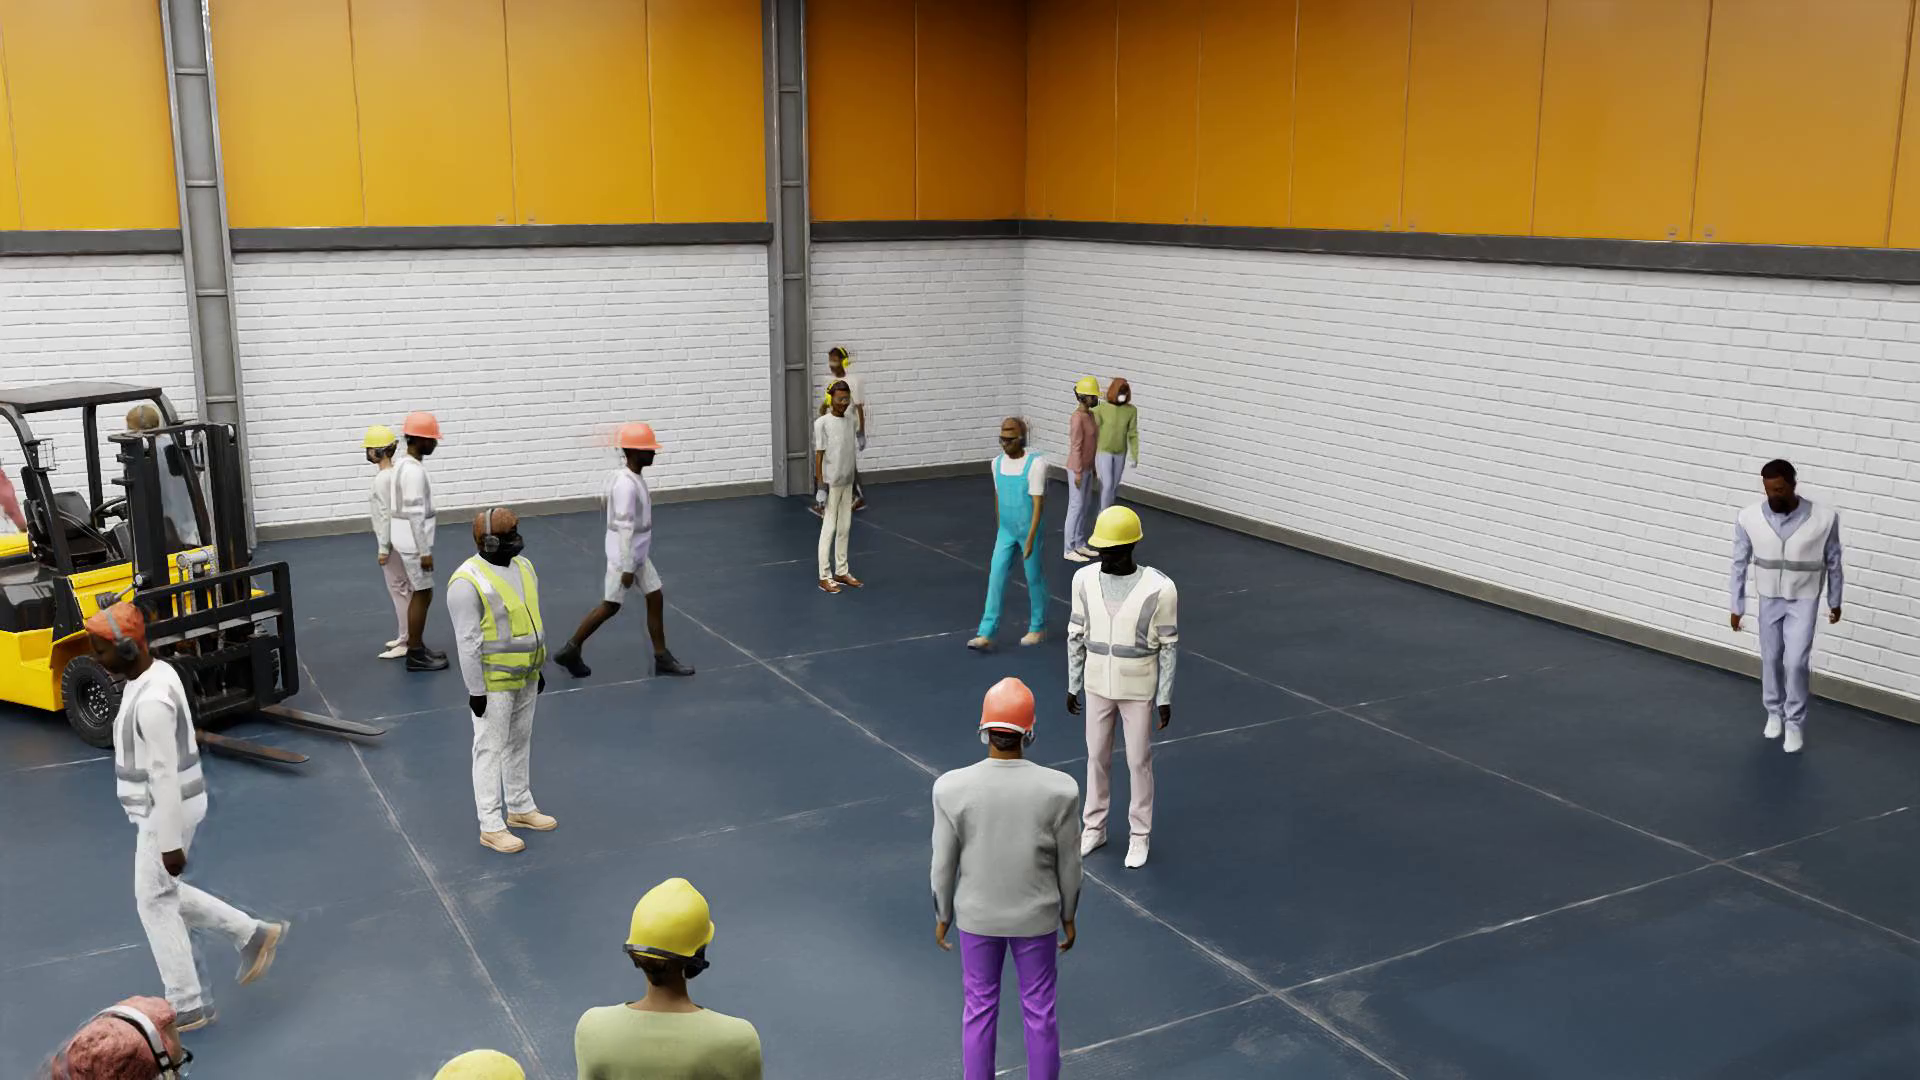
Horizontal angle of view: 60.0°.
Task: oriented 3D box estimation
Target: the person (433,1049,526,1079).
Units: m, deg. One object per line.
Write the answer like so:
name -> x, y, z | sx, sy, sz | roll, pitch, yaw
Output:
person -> -0.974, 1.928, 3.677 | 0.709, 1.709, 0.491 | 4, 13, 18

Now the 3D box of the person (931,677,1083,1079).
person -> 0.176, 1.369, 6.220 | 0.564, 1.752, 0.337 | 1, 12, 4

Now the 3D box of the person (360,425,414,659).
person -> -4.307, 0.013, 12.549 | 0.331, 1.767, 0.527 | -1, 12, -6

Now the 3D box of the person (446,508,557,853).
person -> -2.448, 0.737, 8.970 | 0.429, 1.847, 0.627 | 4, 13, 19

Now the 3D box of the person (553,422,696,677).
person -> -2.457, 0.086, 11.929 | 0.979, 1.898, 0.553 | 0, 12, -1

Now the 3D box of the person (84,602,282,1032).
person -> -3.288, 1.152, 7.025 | 0.575, 1.846, 0.603 | -6, 13, -25

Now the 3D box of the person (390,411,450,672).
person -> -3.944, 0.014, 12.192 | 0.439, 1.912, 0.559 | -5, 13, -23

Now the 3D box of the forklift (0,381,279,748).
forklift -> -5.853, 0.085, 11.199 | 2.313, 2.155, 1.214 | 7, 14, 28

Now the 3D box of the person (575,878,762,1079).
person -> -0.744, 1.746, 4.424 | 0.524, 1.770, 0.315 | 2, 12, 10

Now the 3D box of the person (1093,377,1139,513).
person -> 1.591, -0.845, 16.923 | 0.518, 1.602, 0.677 | -4, 13, -19

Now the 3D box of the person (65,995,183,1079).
person -> -1.695, 1.880, 3.522 | 0.662, 1.894, 0.415 | 5, 13, 20

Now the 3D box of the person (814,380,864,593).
person -> -1.060, -0.479, 14.618 | 0.311, 1.865, 0.534 | 9, 15, 37

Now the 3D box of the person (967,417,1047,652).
person -> 0.382, -0.024, 12.627 | 0.514, 1.803, 0.921 | 8, 14, 33

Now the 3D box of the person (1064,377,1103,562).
person -> 1.182, -0.672, 15.783 | 0.339, 1.757, 0.519 | 4, 13, 18

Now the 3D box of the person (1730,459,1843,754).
person -> 5.223, 0.398, 10.541 | 0.625, 1.850, 0.695 | 9, 15, 35

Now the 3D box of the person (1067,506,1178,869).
person -> 0.827, 0.761, 8.668 | 0.594, 1.922, 0.375 | 6, 13, 26

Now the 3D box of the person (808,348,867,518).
person -> -1.330, -1.151, 17.884 | 0.509, 1.817, 0.995 | 10, 16, 39

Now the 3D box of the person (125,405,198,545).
person -> -6.161, -0.103, 12.775 | 0.977, 1.891, 0.714 | 5, 13, 21
